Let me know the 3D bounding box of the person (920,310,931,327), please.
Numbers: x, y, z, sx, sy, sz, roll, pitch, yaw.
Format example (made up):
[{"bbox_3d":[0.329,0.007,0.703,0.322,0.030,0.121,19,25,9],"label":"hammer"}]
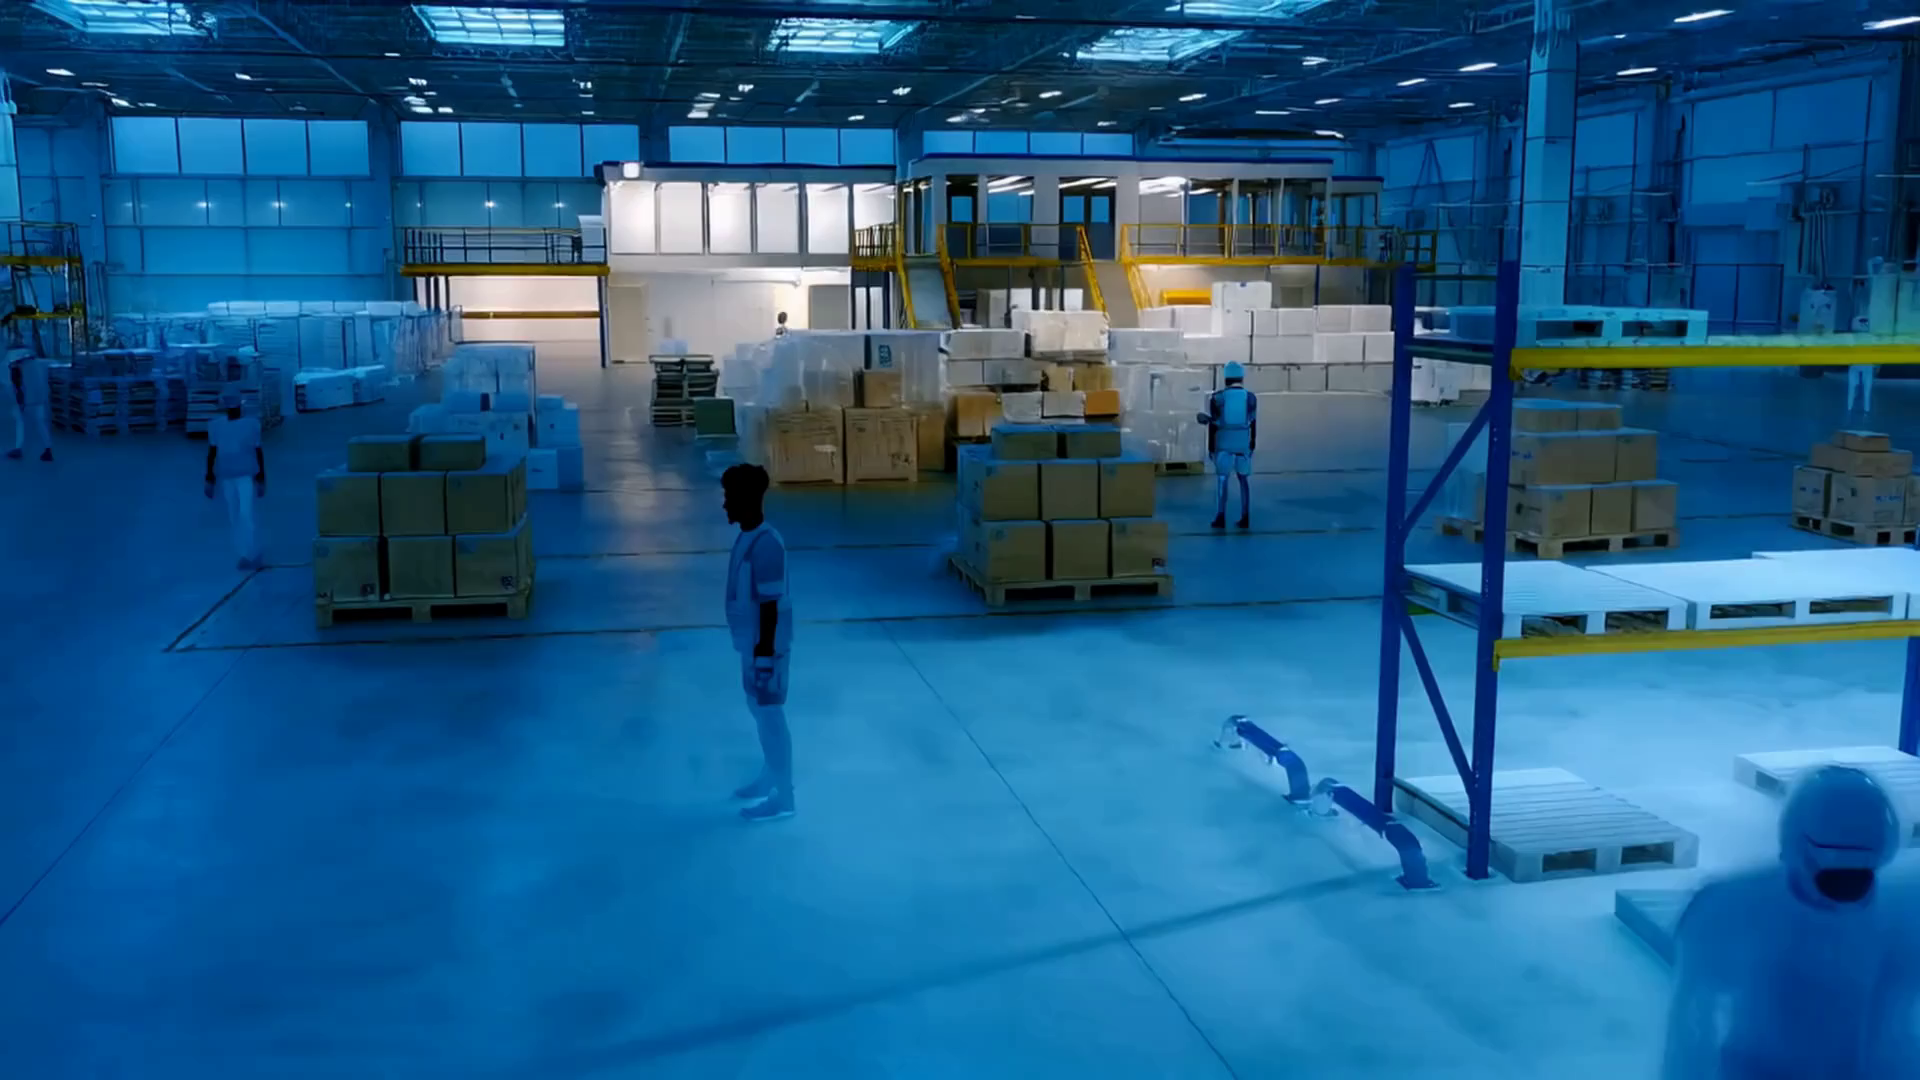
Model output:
[{"bbox_3d":[-1.019,-5.230,44.643,0.817,1.846,0.624,0,9,2],"label":"person"}]

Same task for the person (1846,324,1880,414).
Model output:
[{"bbox_3d":[18.522,-3.496,34.114,0.622,1.839,0.429,4,10,22],"label":"person"}]

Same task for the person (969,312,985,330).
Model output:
[{"bbox_3d":[0.423,-4.739,41.497,0.457,1.897,0.636,5,10,26],"label":"person"}]

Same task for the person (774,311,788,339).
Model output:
[{"bbox_3d":[-4.815,-5.227,44.702,0.568,1.830,0.507,6,11,31],"label":"person"}]

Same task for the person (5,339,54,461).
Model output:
[{"bbox_3d":[-14.506,-2.168,25.836,0.980,1.879,0.589,5,10,26],"label":"person"}]

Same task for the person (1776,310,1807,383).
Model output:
[{"bbox_3d":[21.736,-5.045,43.361,0.622,1.900,0.864,-3,10,-15],"label":"person"}]

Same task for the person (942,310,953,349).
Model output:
[{"bbox_3d":[-0.237,-4.460,39.526,0.441,1.984,0.638,-3,10,-20],"label":"person"}]

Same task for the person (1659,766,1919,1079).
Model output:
[{"bbox_3d":[1.976,1.416,3.906,0.639,1.924,0.547,3,10,20],"label":"person"}]

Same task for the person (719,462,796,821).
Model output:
[{"bbox_3d":[-1.109,0.548,9.120,0.382,1.955,0.606,-3,10,-18],"label":"person"}]

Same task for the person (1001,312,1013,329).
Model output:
[{"bbox_3d":[1.177,-4.636,40.786,0.438,1.921,0.572,-5,11,-30],"label":"person"}]

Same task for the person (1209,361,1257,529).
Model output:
[{"bbox_3d":[3.132,-1.091,19.185,0.542,1.928,0.400,-1,9,-4],"label":"person"}]

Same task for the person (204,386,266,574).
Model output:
[{"bbox_3d":[-7.141,-0.576,16.322,0.515,1.840,0.830,-1,9,-8],"label":"person"}]

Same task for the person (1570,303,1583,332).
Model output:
[{"bbox_3d":[20.221,-6.926,55.064,0.661,1.815,0.736,-4,10,-25],"label":"person"}]
